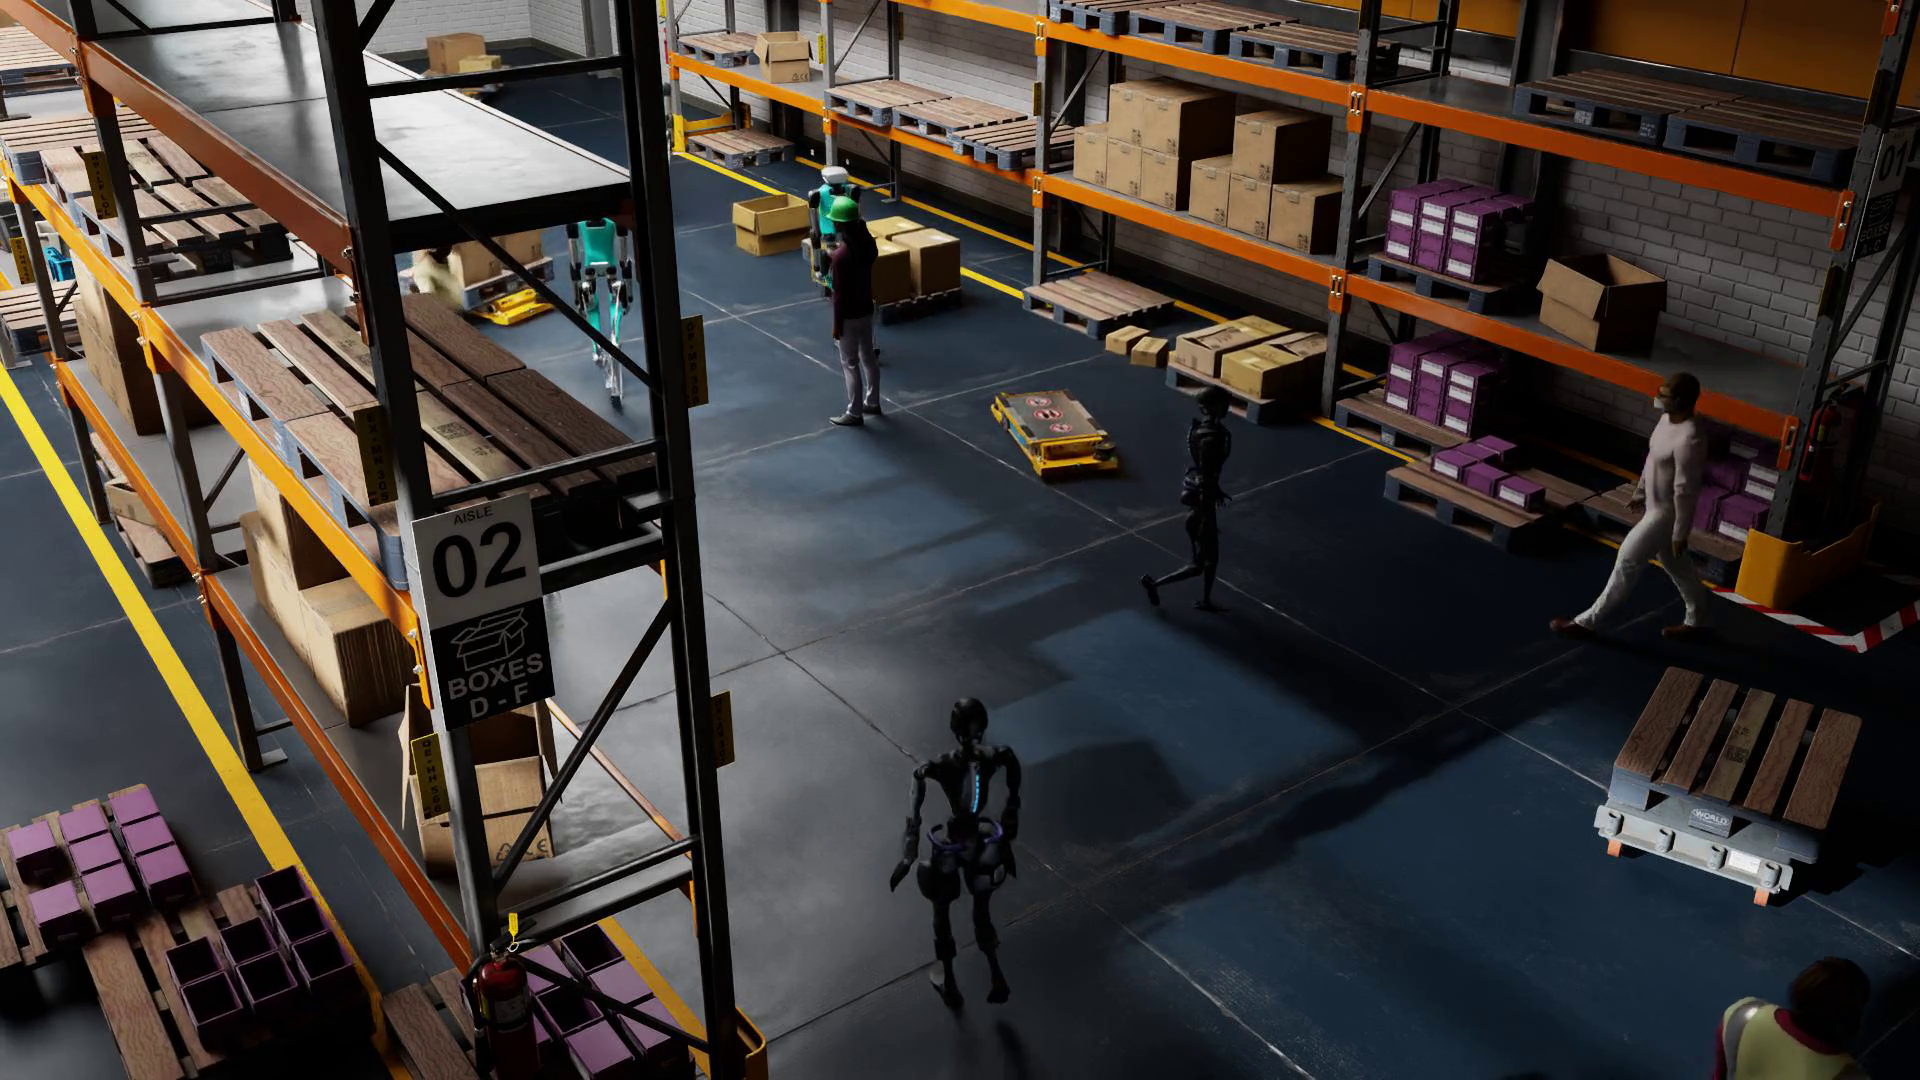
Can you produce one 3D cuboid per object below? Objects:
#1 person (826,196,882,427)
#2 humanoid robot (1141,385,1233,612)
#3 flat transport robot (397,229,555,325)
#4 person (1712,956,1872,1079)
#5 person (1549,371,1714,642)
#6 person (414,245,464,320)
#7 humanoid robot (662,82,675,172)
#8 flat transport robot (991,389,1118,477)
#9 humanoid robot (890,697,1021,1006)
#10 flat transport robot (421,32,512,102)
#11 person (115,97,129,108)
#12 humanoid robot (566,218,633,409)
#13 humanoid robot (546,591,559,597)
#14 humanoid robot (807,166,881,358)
[{"bbox_3d":[-0.899,-1.907,13.926,0.436,1.942,0.487,14,30,26],"label":"person"},{"bbox_3d":[1.543,-0.272,10.981,0.571,1.641,0.600,6,27,11],"label":"humanoid robot"},{"bbox_3d":[-4.885,-2.476,16.913,1.431,0.231,0.659,15,31,28],"label":"flat transport robot"},{"bbox_3d":[2.860,2.220,5.828,0.522,1.829,0.648,-11,29,-20],"label":"person"},{"bbox_3d":[4.461,-0.183,10.562,1.039,1.885,0.648,6,27,13],"label":"person"},{"bbox_3d":[-4.294,-1.856,14.069,0.884,1.698,0.588,7,28,14],"label":"person"},{"bbox_3d":[-3.554,-4.607,19.584,0.535,1.766,1.026,-10,28,-19],"label":"humanoid robot"},{"bbox_3d":[0.767,-0.913,13.804,0.659,0.231,1.431,-7,28,-14],"label":"flat transport robot"},{"bbox_3d":[0.010,1.468,7.513,0.605,1.644,0.498,-10,28,-18],"label":"humanoid robot"},{"bbox_3d":[-7.656,-6.926,25.764,0.659,0.231,1.431,1,27,2],"label":"flat transport robot"},{"bbox_3d":[-9.612,-4.631,19.368,0.640,1.918,1.050,-8,28,-16],"label":"person"},{"bbox_3d":[-3.089,-2.003,14.362,0.533,1.771,0.959,-4,27,-8],"label":"humanoid robot"},{"bbox_3d":[-3.040,-0.291,11.058,0.671,1.879,0.576,17,31,30],"label":"humanoid robot"},{"bbox_3d":[-0.979,-2.492,15.332,0.539,1.769,0.958,-16,31,-28],"label":"humanoid robot"}]
